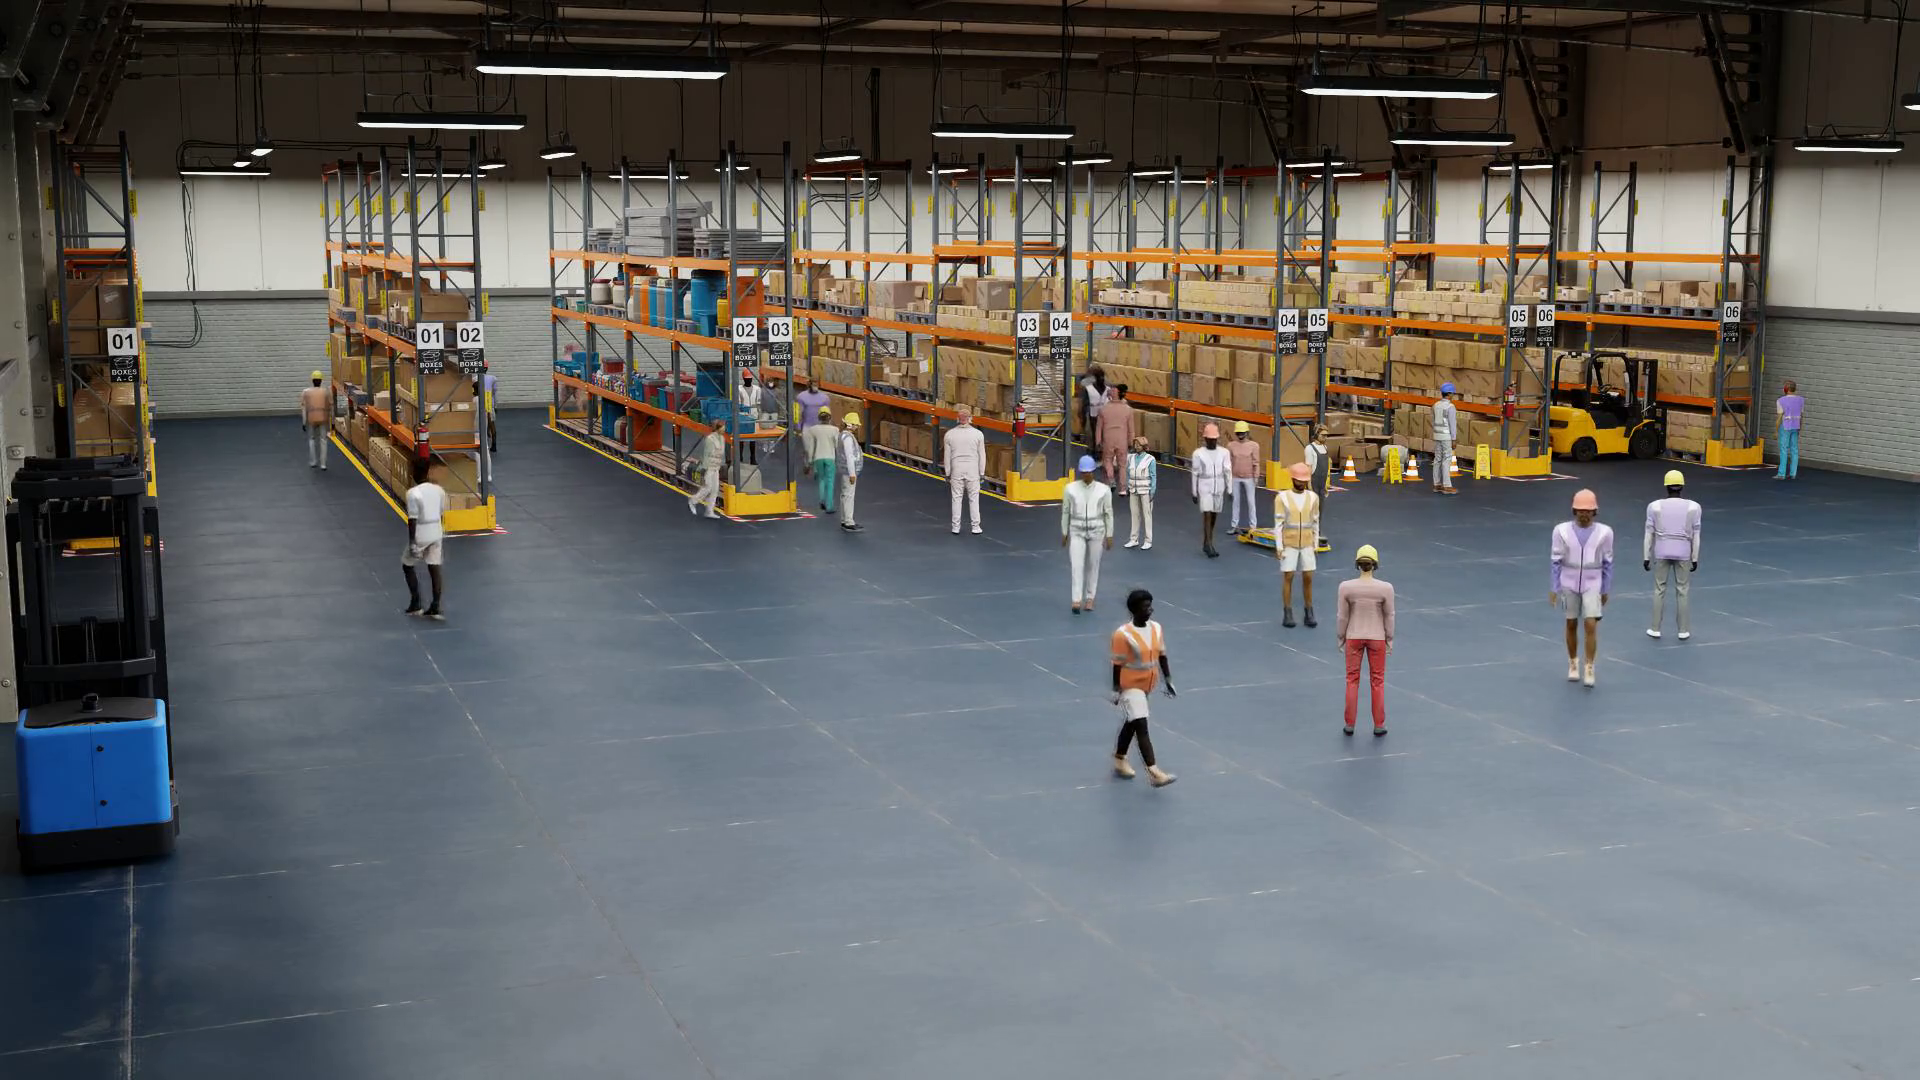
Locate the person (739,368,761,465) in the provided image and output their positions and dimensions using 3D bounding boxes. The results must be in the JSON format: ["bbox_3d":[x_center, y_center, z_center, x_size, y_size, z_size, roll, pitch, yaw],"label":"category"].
[{"bbox_3d":[-4.113,-2.379,40.711,0.550,1.935,0.376,-4,9,-23],"label":"person"}]

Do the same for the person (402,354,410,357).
[{"bbox_3d":[-13.428,-3.923,50.872,0.438,1.975,0.642,1,9,7],"label":"person"}]

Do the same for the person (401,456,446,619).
[{"bbox_3d":[-6.455,-0.037,25.056,0.664,1.939,0.618,6,10,35],"label":"person"}]

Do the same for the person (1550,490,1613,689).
[{"bbox_3d":[6.313,0.496,21.305,0.610,2.000,0.962,3,9,17],"label":"person"}]

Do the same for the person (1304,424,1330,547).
[{"bbox_3d":[5.166,-0.767,30.279,0.346,1.843,0.507,7,11,38],"label":"person"}]

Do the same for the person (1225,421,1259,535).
[{"bbox_3d":[4.274,-0.940,31.748,0.540,1.755,0.380,4,9,24],"label":"person"}]

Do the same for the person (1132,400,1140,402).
[{"bbox_3d":[4.220,-3.614,49.220,0.579,1.862,0.836,-3,9,-21],"label":"person"}]

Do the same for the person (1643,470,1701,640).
[{"bbox_3d":[8.114,0.161,23.886,0.602,1.913,0.426,3,9,18],"label":"person"}]

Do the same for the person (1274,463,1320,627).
[{"bbox_3d":[3.960,0.050,24.549,0.560,1.932,0.388,-1,9,-7],"label":"person"}]

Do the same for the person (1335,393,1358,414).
[{"bbox_3d":[9.060,-3.522,48.916,0.650,1.771,0.925,-4,9,-23],"label":"person"}]

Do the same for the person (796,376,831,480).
[{"bbox_3d":[-2.702,-2.074,38.726,0.649,1.920,0.436,-2,9,-12],"label":"person"}]

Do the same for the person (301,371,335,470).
[{"bbox_3d":[-12.394,-2.314,40.430,0.613,1.888,0.894,-3,9,-22],"label":"person"}]

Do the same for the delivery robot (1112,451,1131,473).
[{"bbox_3d":[3.071,-1.430,38.806,0.477,0.478,0.707,-4,9,-22],"label":"delivery robot"}]

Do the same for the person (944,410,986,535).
[{"bbox_3d":[0.079,-1.034,31.868,0.639,1.903,0.409,1,9,6],"label":"person"}]

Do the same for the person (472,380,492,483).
[{"bbox_3d":[-8.809,-1.987,38.325,0.311,1.869,0.530,7,11,41],"label":"person"}]

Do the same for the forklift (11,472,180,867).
[{"bbox_3d":[-6.630,0.886,15.957,1.129,2.768,1.873,-3,9,-21],"label":"forklift"}]

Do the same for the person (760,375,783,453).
[{"bbox_3d":[-3.905,-2.588,43.134,0.538,1.612,0.458,-2,9,-10],"label":"person"}]

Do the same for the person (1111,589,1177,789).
[{"bbox_3d":[1.551,1.235,17.558,0.536,1.648,0.867,-8,12,-43],"label":"person"}]

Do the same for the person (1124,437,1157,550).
[{"bbox_3d":[2.624,-0.688,30.423,0.524,1.639,0.306,8,12,42],"label":"person"}]

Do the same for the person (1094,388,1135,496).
[{"bbox_3d":[2.694,-1.707,36.425,0.724,1.876,0.467,0,9,0],"label":"person"}]

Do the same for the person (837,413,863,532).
[{"bbox_3d":[-1.689,-1.051,32.241,0.403,1.822,0.589,-2,9,-13],"label":"person"}]

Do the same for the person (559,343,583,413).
[{"bbox_3d":[-9.464,-3.816,50.520,0.949,1.865,0.642,6,10,33],"label":"person"}]

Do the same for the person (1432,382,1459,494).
[{"bbox_3d":[8.524,-1.796,36.781,0.381,1.951,0.605,-3,9,-22],"label":"person"}]

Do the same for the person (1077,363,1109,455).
[{"bbox_3d":[2.759,-2.667,42.760,0.633,1.906,0.926,-4,9,-24],"label":"person"}]

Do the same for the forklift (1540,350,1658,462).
[{"bbox_3d":[12.897,-2.725,42.309,2.313,2.155,1.214,-3,9,-21],"label":"forklift"}]

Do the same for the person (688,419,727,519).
[{"bbox_3d":[-4.032,-1.148,33.609,0.585,1.603,0.546,2,9,16],"label":"person"}]

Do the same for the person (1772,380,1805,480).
[{"bbox_3d":[15.296,-2.026,38.646,0.566,1.850,0.389,-3,9,-17],"label":"person"}]

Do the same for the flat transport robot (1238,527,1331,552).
[{"bbox_3d":[4.731,-0.009,30.576,0.652,0.197,1.431,-4,10,-25],"label":"flat transport robot"}]

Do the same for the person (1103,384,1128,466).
[{"bbox_3d":[2.994,-2.179,40.237,0.443,1.667,0.551,8,12,44],"label":"person"}]

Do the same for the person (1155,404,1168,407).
[{"bbox_3d":[4.745,-3.591,49.249,0.489,1.804,1.006,-8,12,-44],"label":"person"}]

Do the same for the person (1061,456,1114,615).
[{"bbox_3d":[1.534,-0.050,25.266,0.639,1.905,0.937,1,9,4],"label":"person"}]

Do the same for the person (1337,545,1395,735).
[{"bbox_3d":[3.739,0.921,19.301,0.522,1.763,0.320,2,9,14],"label":"person"}]

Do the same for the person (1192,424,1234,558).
[{"bbox_3d":[3.580,-0.709,29.770,0.548,1.887,0.983,-2,9,-12],"label":"person"}]

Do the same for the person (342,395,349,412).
[{"bbox_3d":[-13.958,-3.407,47.869,0.420,1.853,0.517,-2,9,-14],"label":"person"}]

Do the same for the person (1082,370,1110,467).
[{"bbox_3d":[2.746,-2.349,40.685,0.630,1.887,0.848,-4,9,-25],"label":"person"}]

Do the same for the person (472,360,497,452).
[{"bbox_3d":[-9.876,-2.795,43.479,0.547,1.939,0.376,-5,10,-32],"label":"person"}]

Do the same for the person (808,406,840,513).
[{"bbox_3d":[-2.178,-1.313,34.227,0.640,1.738,0.471,2,9,15],"label":"person"}]

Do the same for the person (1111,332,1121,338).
[{"bbox_3d":[3.896,-4.195,52.454,0.607,2.048,0.370,-1,9,-6],"label":"person"}]
